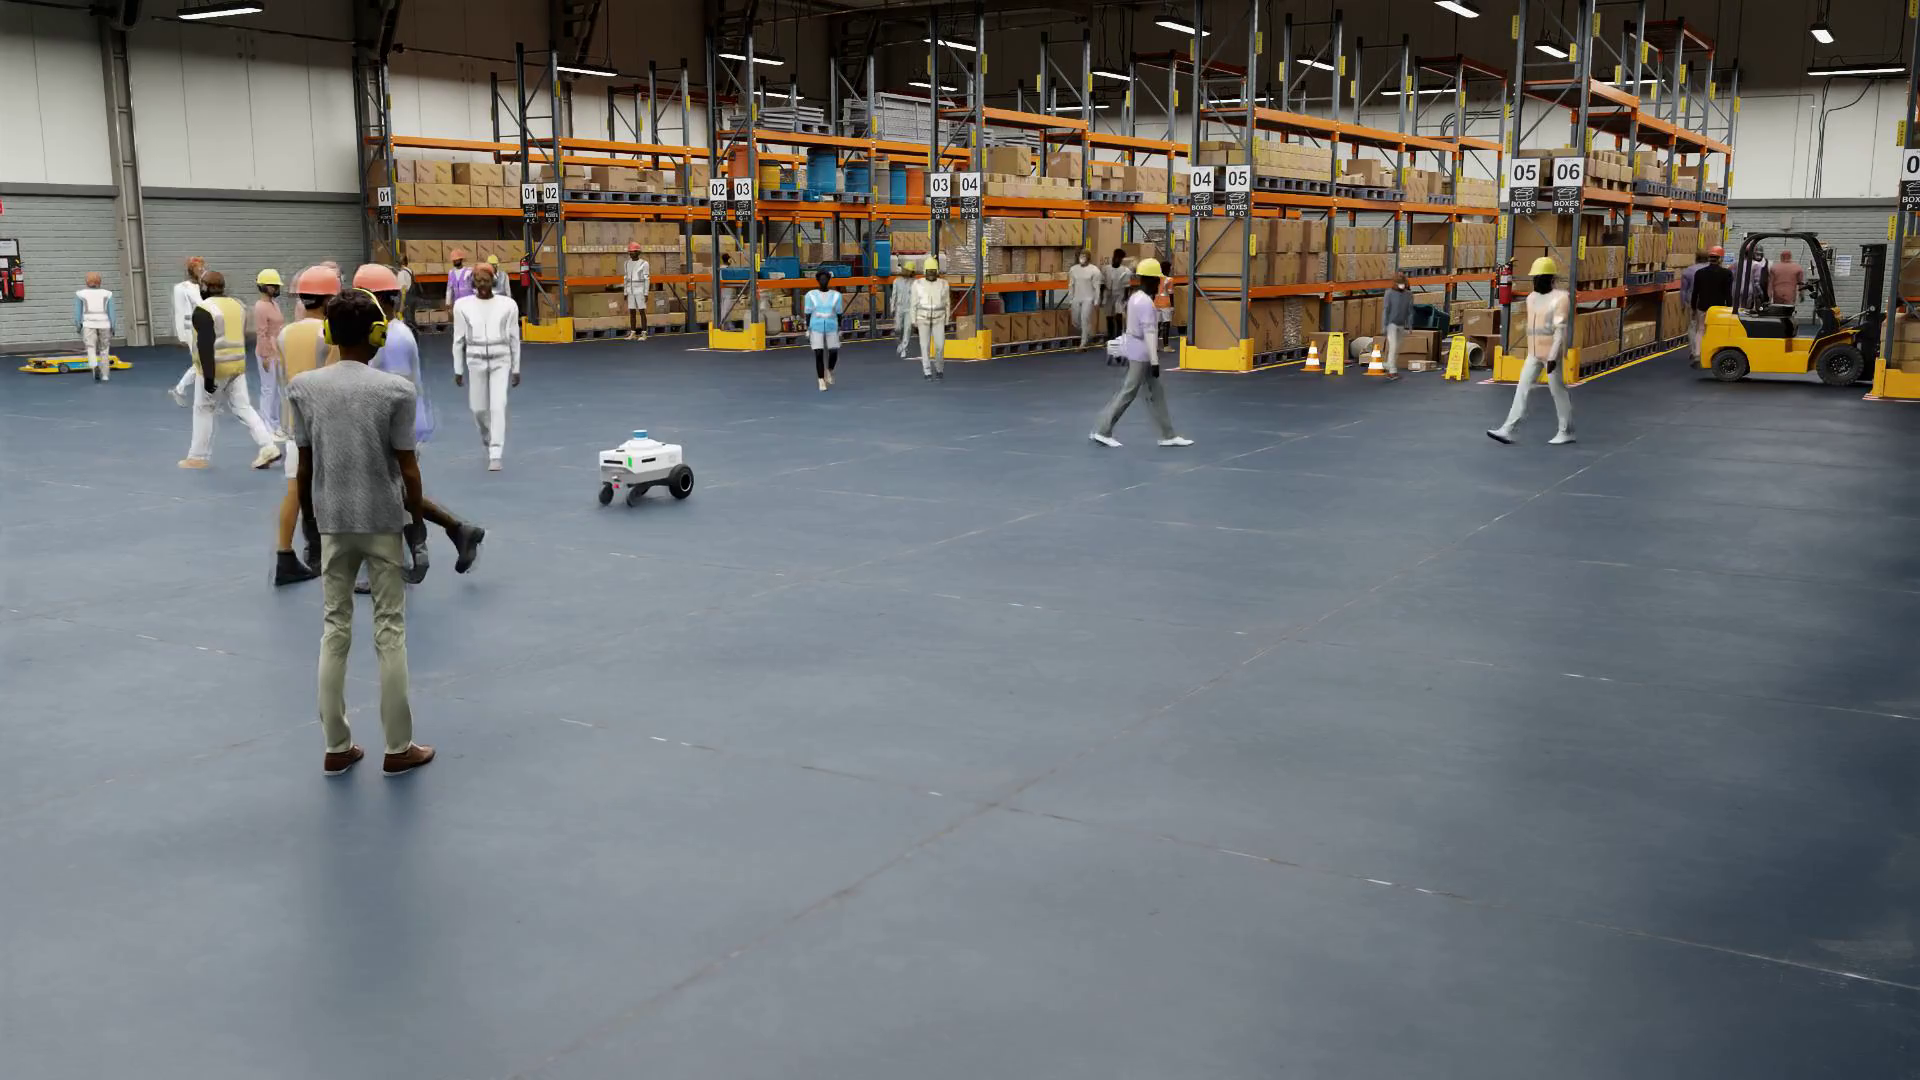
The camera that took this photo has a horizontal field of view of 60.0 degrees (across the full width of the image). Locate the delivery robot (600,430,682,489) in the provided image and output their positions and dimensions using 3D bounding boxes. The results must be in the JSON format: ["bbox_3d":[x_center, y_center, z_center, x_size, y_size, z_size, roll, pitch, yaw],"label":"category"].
[{"bbox_3d":[-2.499,-0.618,13.036,0.477,0.478,0.707,5,12,26],"label":"delivery robot"}]

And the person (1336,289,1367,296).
[{"bbox_3d":[8.505,-5.349,36.256,0.661,1.822,0.659,5,11,28],"label":"person"}]

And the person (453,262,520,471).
[{"bbox_3d":[-4.271,-1.580,15.053,0.579,1.863,0.736,-2,10,-11],"label":"person"}]

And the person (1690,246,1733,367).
[{"bbox_3d":[12.128,-3.749,26.865,0.522,1.982,0.643,-9,14,-41],"label":"person"}]

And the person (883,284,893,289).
[{"bbox_3d":[-1.948,-7.378,47.410,0.616,1.900,0.603,5,11,27],"label":"person"}]

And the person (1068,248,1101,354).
[{"bbox_3d":[2.303,-4.404,30.682,0.646,1.928,0.564,7,12,33],"label":"person"}]

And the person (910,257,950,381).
[{"bbox_3d":[-0.432,-3.210,24.312,0.598,1.814,0.552,-1,10,-5],"label":"person"}]

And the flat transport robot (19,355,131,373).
[{"bbox_3d":[-13.988,-2.793,26.289,0.652,0.197,1.431,8,13,37],"label":"flat transport robot"}]

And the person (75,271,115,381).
[{"bbox_3d":[-12.600,-3.105,24.263,0.524,1.621,0.628,-6,12,-28],"label":"person"}]

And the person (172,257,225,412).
[{"bbox_3d":[-9.148,-2.447,19.903,0.504,1.868,0.583,3,11,17],"label":"person"}]

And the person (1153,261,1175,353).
[{"bbox_3d":[3.765,-4.301,30.757,0.321,1.692,0.529,-8,13,-37],"label":"person"}]

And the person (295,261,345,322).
[{"bbox_3d":[-5.550,-1.547,14.830,0.658,1.880,0.892,-4,11,-22],"label":"person"}]

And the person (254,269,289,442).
[{"bbox_3d":[-7.027,-1.881,17.014,0.324,1.763,0.524,-1,10,-5],"label":"person"}]

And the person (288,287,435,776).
[{"bbox_3d":[-2.268,-0.021,6.326,0.503,1.860,0.312,0,10,1],"label":"person"}]

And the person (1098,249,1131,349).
[{"bbox_3d":[2.947,-4.586,31.702,0.642,1.915,0.715,6,12,32],"label":"person"}]

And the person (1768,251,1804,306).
[{"bbox_3d":[17.422,-5.159,35.091,0.677,1.857,0.977,6,12,30],"label":"person"}]

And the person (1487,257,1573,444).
[{"bbox_3d":[5.806,-1.879,16.671,0.984,1.873,0.635,-4,11,-23],"label":"person"}]

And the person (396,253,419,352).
[{"bbox_3d":[-10.191,-4.349,30.606,0.351,1.843,0.506,1,10,4],"label":"person"}]

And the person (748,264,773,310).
[{"bbox_3d":[-4.263,-5.115,35.599,0.536,1.592,0.875,7,12,33],"label":"person"}]

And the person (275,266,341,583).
[{"bbox_3d":[-3.866,-0.712,10.118,0.565,1.883,0.983,4,11,23],"label":"person"}]

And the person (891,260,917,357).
[{"bbox_3d":[-0.963,-4.116,29.630,0.504,1.712,0.461,1,10,4],"label":"person"}]

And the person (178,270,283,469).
[{"bbox_3d":[-6.573,-1.519,14.918,0.946,1.797,0.637,2,10,12],"label":"person"}]

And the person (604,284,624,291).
[{"bbox_3d":[-8.276,-6.111,40.102,0.621,1.967,0.675,8,13,38],"label":"person"}]

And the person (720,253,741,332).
[{"bbox_3d":[-5.009,-5.281,35.911,0.542,1.814,0.990,5,11,28],"label":"person"}]

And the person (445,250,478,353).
[{"bbox_3d":[-9.275,-4.424,30.875,0.587,1.891,0.916,3,11,18],"label":"person"}]

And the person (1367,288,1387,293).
[{"bbox_3d":[9.590,-5.753,38.534,0.598,1.817,0.751,7,12,35],"label":"person"}]

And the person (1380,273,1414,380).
[{"bbox_3d":[6.481,-3.155,24.644,0.524,1.578,0.704,-4,11,-22],"label":"person"}]

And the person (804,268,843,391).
[{"bbox_3d":[-1.873,-2.885,22.839,0.541,1.682,0.393,-2,10,-10],"label":"person"}]

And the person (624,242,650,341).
[{"bbox_3d":[-6.695,-5.119,34.349,0.605,2.045,0.378,4,11,24],"label":"person"}]

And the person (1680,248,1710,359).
[{"bbox_3d":[12.949,-4.124,29.103,0.654,1.925,0.515,7,12,33],"label":"person"}]

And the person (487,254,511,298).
[{"bbox_3d":[-9.042,-4.640,32.330,0.599,1.811,0.746,-3,11,-18],"label":"person"}]

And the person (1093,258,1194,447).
[{"bbox_3d":[1.797,-1.839,16.468,1.001,1.880,0.608,0,10,2],"label":"person"}]

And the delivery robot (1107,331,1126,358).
[{"bbox_3d":[2.752,-3.245,27.764,0.477,0.478,0.707,7,12,33],"label":"delivery robot"}]

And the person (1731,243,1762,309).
[{"bbox_3d":[16.747,-5.319,35.539,0.631,2.018,0.586,5,11,26],"label":"person"}]

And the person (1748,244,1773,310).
[{"bbox_3d":[17.303,-5.443,36.178,0.711,2.000,0.597,2,10,13],"label":"person"}]

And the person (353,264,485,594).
[{"bbox_3d":[-3.201,-0.645,9.691,0.703,1.914,0.560,-4,11,-23],"label":"person"}]
